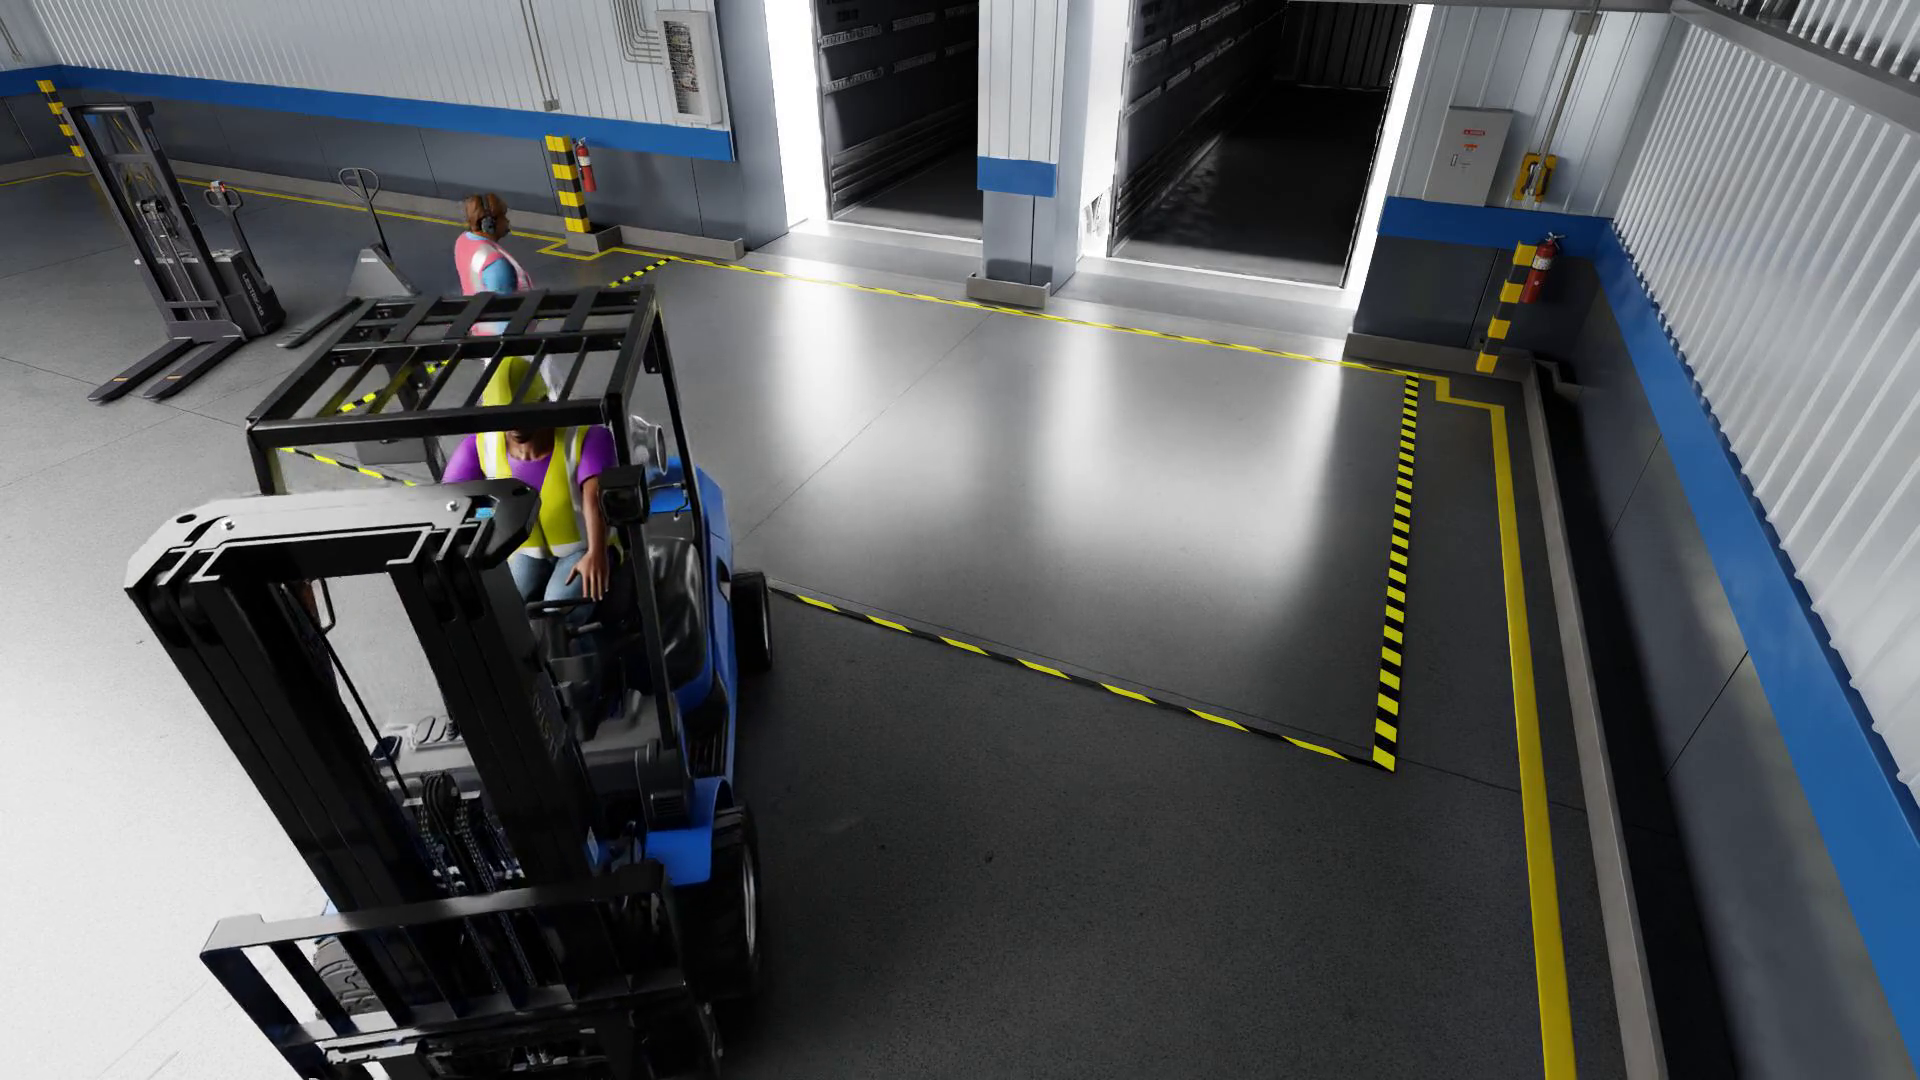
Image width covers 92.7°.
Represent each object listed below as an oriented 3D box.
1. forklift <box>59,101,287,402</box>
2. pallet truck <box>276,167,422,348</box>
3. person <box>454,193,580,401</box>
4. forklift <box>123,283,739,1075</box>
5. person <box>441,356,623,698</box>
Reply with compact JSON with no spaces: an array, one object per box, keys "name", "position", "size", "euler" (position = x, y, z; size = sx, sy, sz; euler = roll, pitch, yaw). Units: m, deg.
[{"name":"forklift","position":[-6.686,-2.387,7.434],"size":[0.823,1.965,1.885],"euler":[-3,35,-5]},{"name":"pallet truck","position":[-5.732,-2.611,8.414],"size":[0.680,1.201,1.601],"euler":[-1,35,-1]},{"name":"person","position":[-2.955,-1.450,6.261],"size":[0.618,1.804,0.851],"euler":[29,44,35]},{"name":"forklift","position":[-1.522,0.221,3.393],"size":[1.157,2.036,2.680],"euler":[-5,35,-7]},{"name":"person","position":[-1.520,0.102,3.236],"size":[0.635,1.293,1.004],"euler":[-5,35,-7]}]
